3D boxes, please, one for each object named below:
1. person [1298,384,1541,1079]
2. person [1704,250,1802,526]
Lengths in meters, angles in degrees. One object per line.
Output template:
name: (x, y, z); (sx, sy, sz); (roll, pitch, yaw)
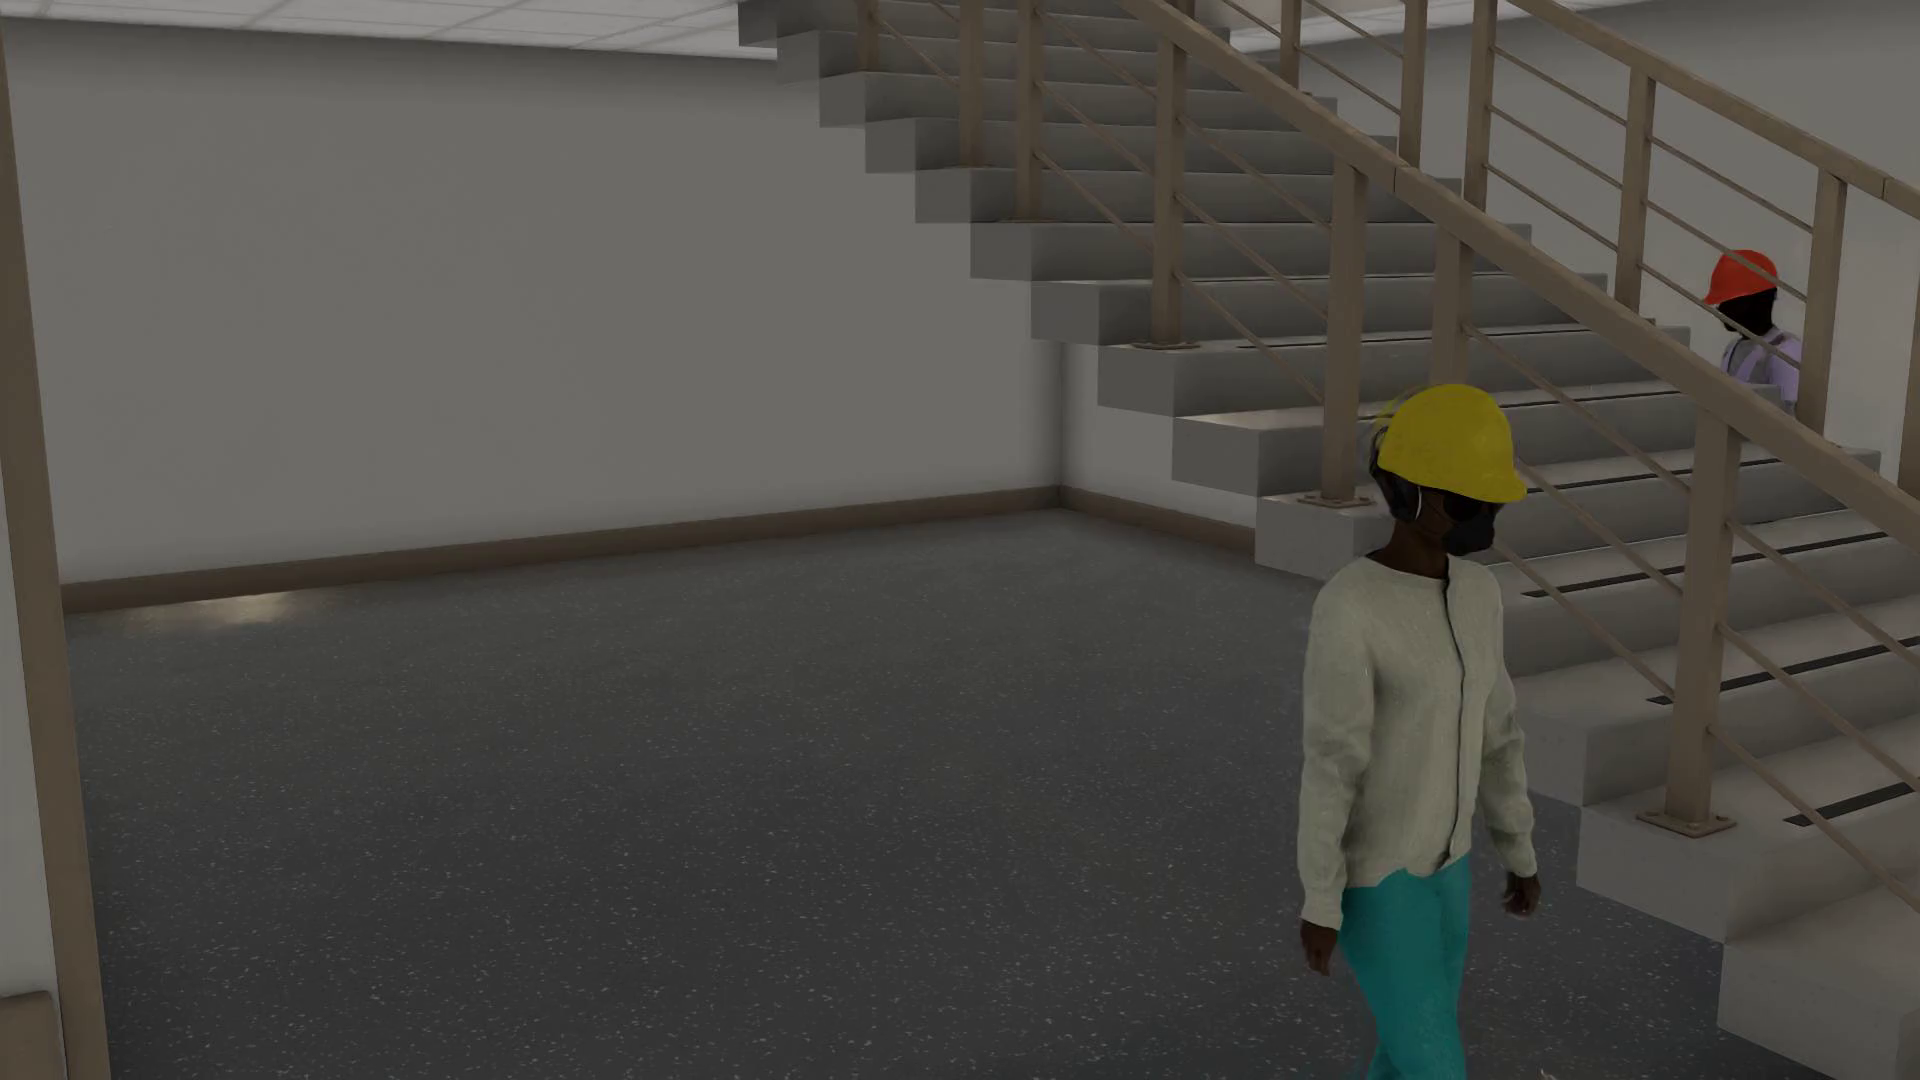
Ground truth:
person: (0.849, 0.596, 2.969); (0.422, 1.747, 0.558); (11, 15, 44)
person: (3.225, -0.211, 6.785); (0.500, 1.914, 0.615); (0, 11, 0)
